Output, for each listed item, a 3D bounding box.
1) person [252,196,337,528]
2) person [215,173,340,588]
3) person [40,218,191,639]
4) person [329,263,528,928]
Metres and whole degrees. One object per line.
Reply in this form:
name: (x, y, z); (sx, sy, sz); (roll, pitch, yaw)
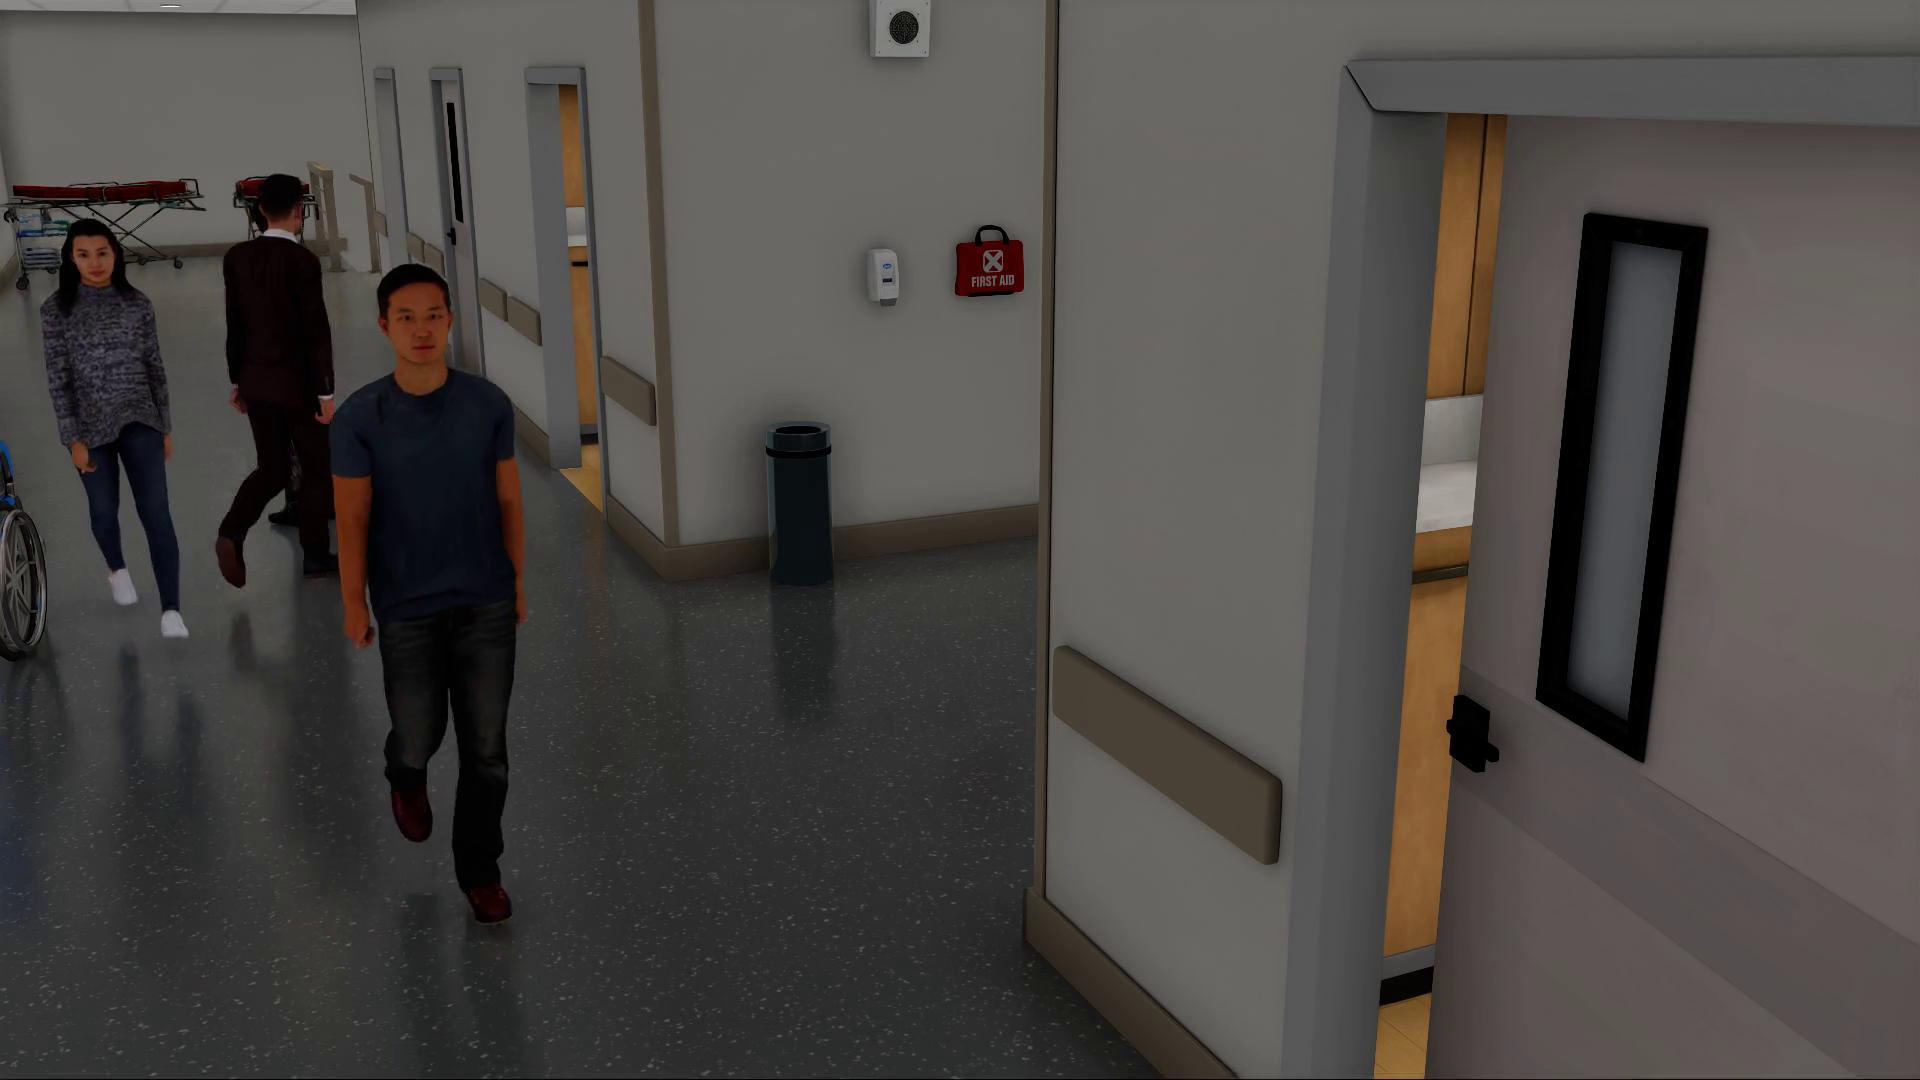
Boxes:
person: (-3.452, -0.929, 8.555); (0.709, 1.713, 0.676); (11, 19, 34)
person: (-3.036, -0.668, 7.394); (1.066, 1.842, 1.139); (4, 16, 15)
person: (-3.528, -0.443, 6.897); (0.653, 1.679, 1.223); (-10, 19, -31)
person: (-1.451, 0.146, 4.603); (0.700, 1.789, 0.966); (-9, 18, -30)
